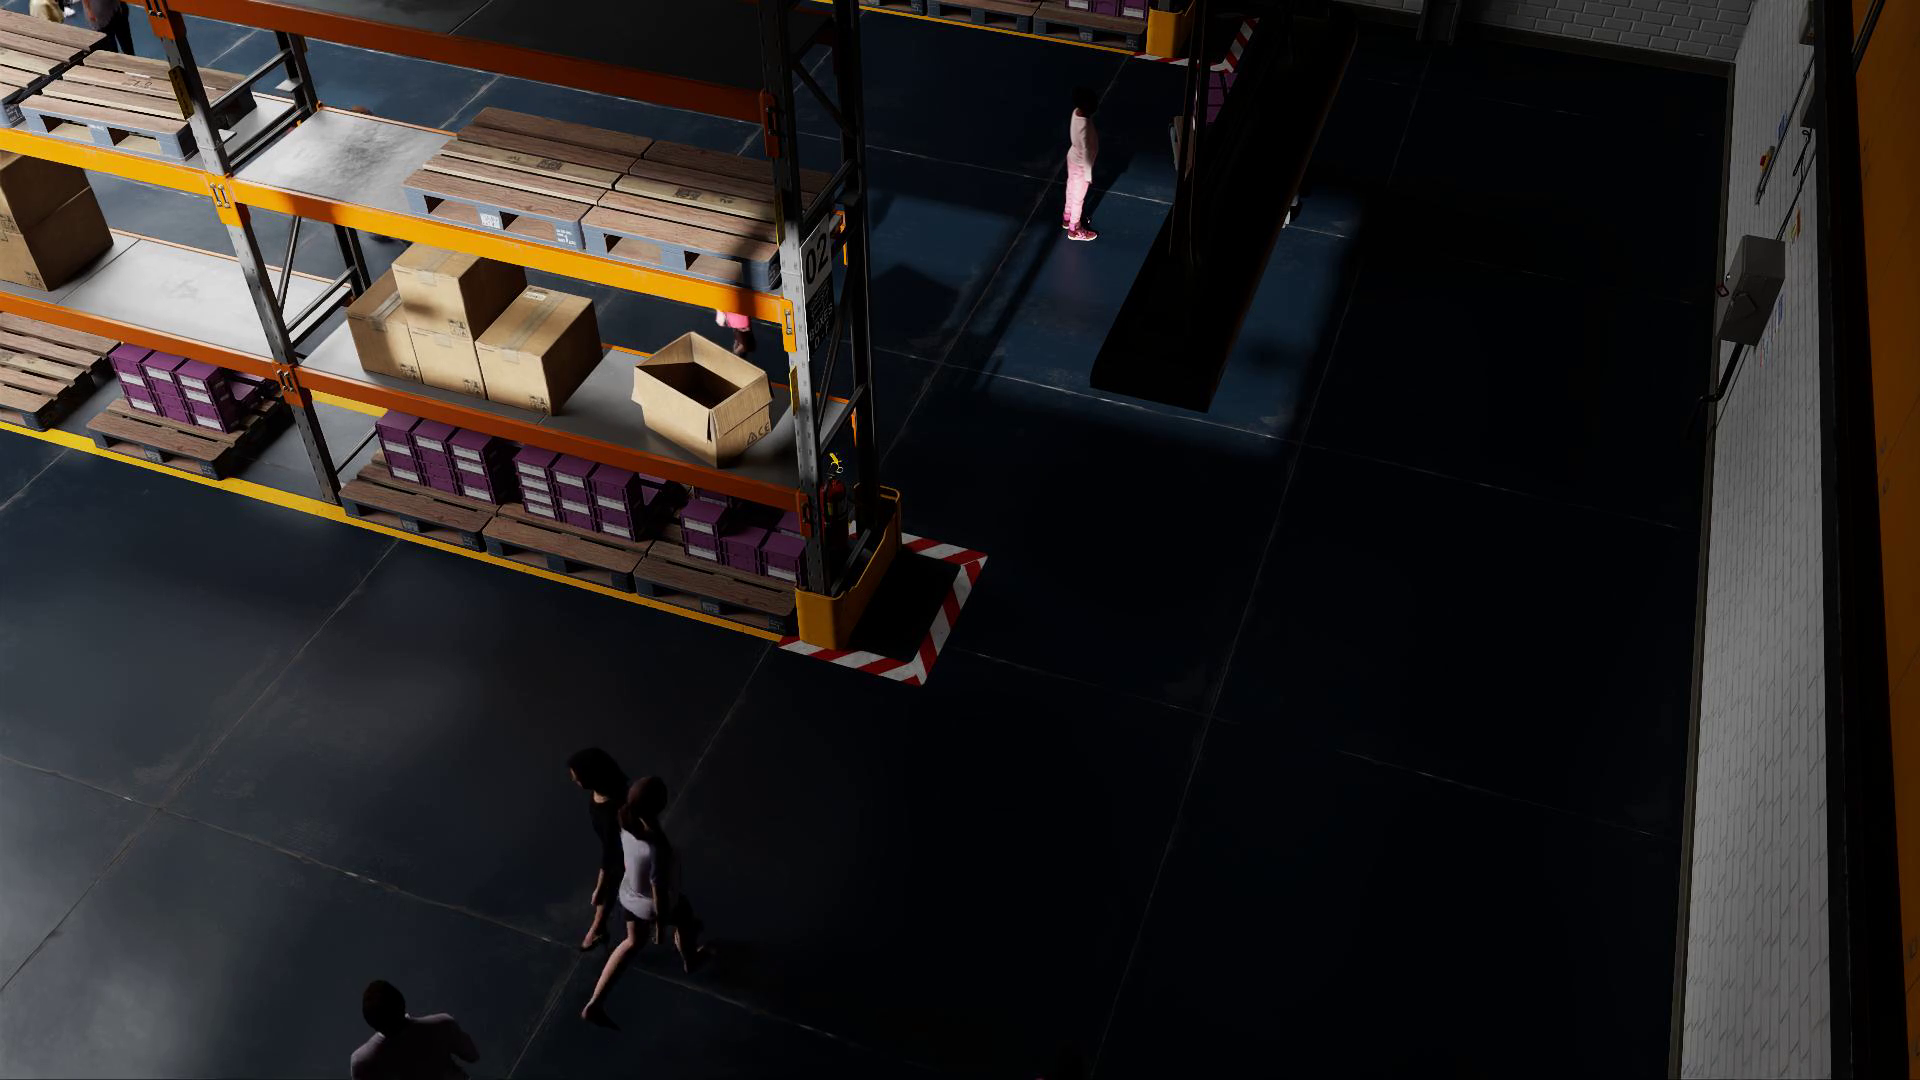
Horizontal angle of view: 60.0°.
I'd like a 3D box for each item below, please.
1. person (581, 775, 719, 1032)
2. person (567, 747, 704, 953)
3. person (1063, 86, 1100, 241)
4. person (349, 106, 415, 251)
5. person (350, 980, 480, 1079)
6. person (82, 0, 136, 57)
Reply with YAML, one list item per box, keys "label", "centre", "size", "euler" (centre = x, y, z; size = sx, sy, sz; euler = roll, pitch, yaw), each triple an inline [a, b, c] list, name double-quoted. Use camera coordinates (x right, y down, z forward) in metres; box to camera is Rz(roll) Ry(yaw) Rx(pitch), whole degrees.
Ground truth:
- label: "person"
  centre: [-1.717, 1.988, 8.856]
  size: [1.116, 1.714, 0.912]
  euler: [31, 52, 29]
- label: "person"
  centre: [-1.705, 1.723, 9.098]
  size: [1.085, 1.764, 0.972]
  euler: [-16, 46, -16]
- label: "person"
  centre: [1.061, -3.343, 14.647]
  size: [0.638, 1.445, 0.624]
  euler: [-8, 44, -8]
- label: "person"
  centre: [-5.103, -3.158, 14.487]
  size: [0.948, 1.396, 0.553]
  euler: [16, 46, 16]
- label: "person"
  centre: [-2.504, 2.770, 7.974]
  size: [1.208, 1.798, 1.239]
  euler: [-16, 46, -16]
- label: "person"
  centre: [-8.597, -5.415, 16.703]
  size: [0.636, 1.609, 0.615]
  euler: [15, 46, 15]
